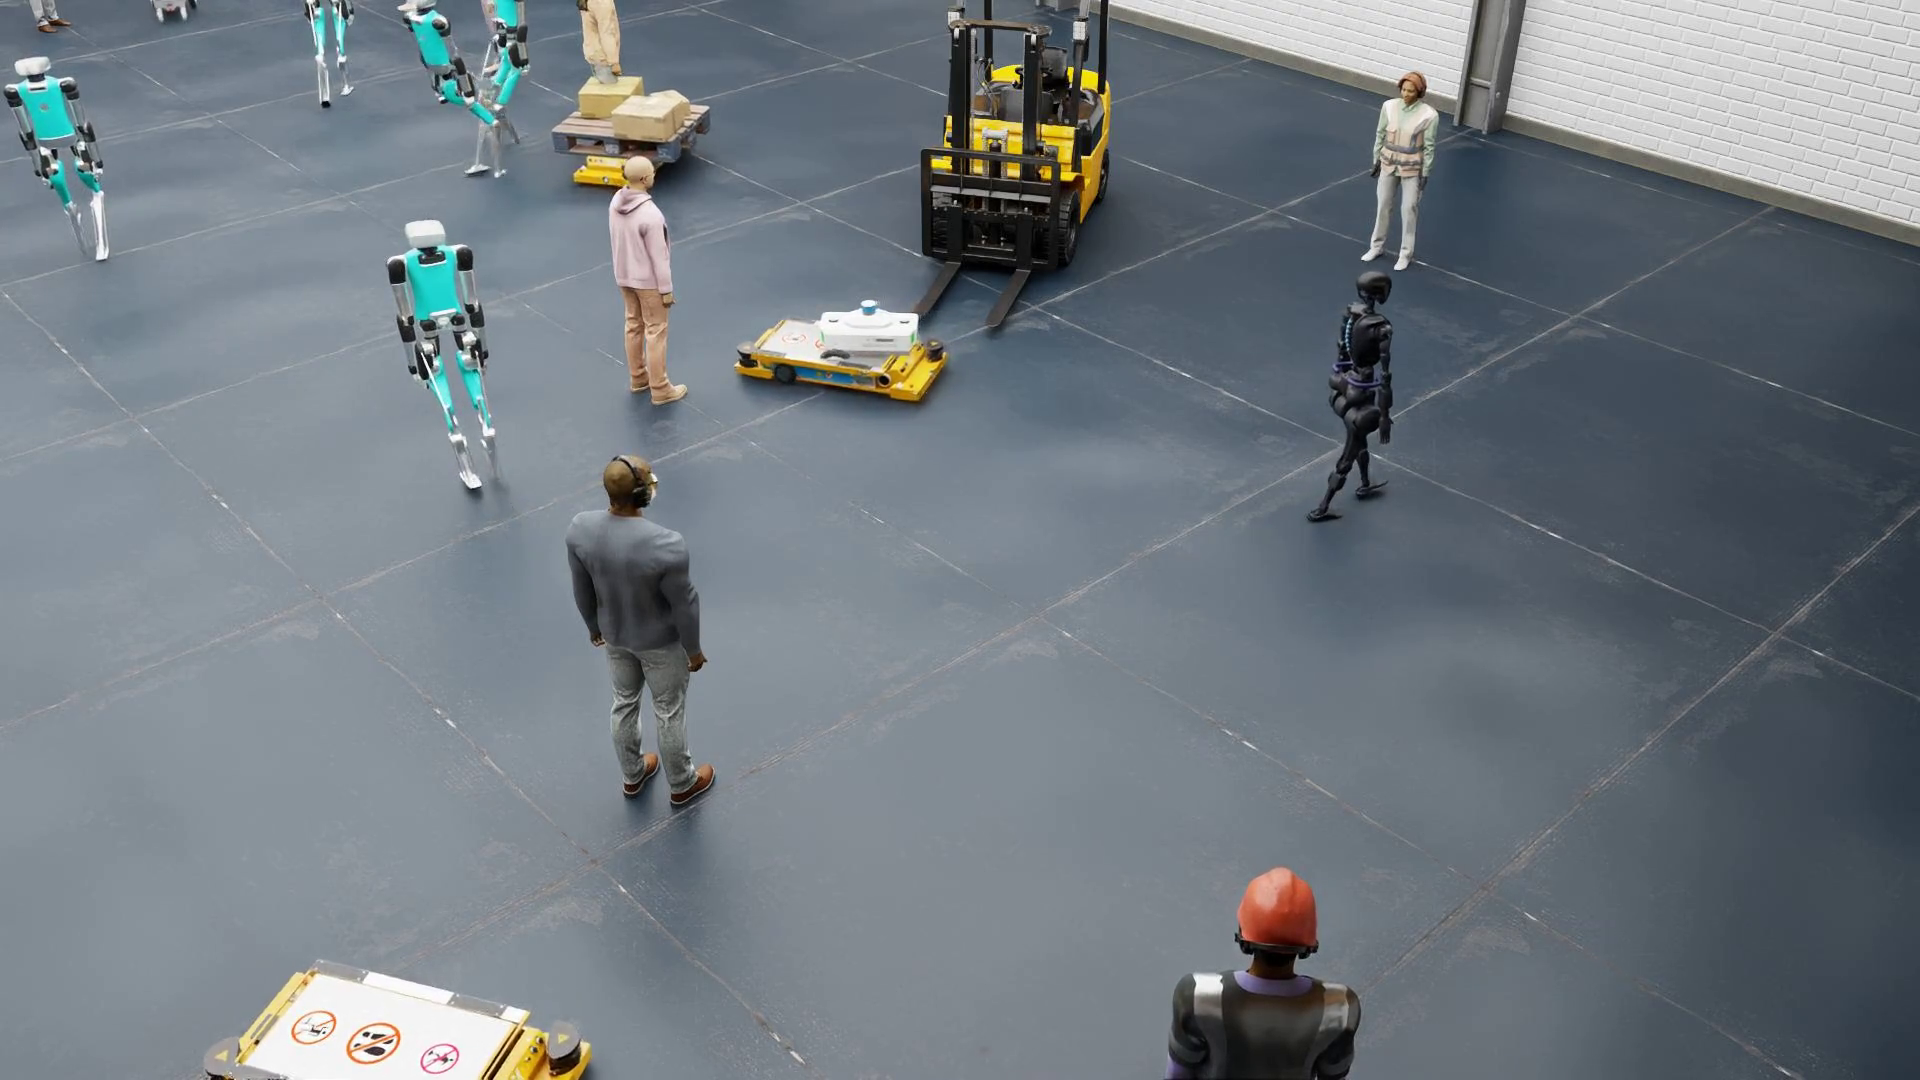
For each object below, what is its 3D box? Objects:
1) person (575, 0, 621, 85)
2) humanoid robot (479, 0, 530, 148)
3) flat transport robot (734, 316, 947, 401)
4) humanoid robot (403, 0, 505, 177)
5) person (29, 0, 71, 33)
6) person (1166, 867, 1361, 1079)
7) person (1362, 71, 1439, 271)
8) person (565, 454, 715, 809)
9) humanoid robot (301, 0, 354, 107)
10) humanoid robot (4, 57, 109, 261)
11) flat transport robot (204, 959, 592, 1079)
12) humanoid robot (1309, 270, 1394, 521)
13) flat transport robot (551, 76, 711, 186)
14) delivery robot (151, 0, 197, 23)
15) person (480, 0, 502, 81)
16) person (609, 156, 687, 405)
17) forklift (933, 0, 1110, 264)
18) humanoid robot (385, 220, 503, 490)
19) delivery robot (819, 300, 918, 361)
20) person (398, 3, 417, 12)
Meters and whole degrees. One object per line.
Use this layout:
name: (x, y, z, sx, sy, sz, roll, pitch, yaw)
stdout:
person: (-3.402, -4.610, 15.797, 0.392, 1.872, 0.561, -14, 36, -21)
humanoid robot: (-4.430, -4.606, 15.929, 0.662, 1.806, 0.534, -24, 40, -32)
flat transport robot: (-0.875, -1.340, 12.232, 1.431, 0.231, 0.659, 10, 34, 15)
humanoid robot: (-4.545, -4.158, 15.248, 0.555, 1.800, 0.806, 20, 38, 28)
person: (-10.758, -6.749, 19.274, 0.324, 1.651, 0.472, 4, 33, 5)
person: (0.979, 1.912, 5.626, 0.598, 2.035, 0.408, 1, 33, 2)
person: (3.597, -3.011, 13.553, 0.517, 1.632, 0.316, 25, 40, 33)
person: (-1.512, 0.454, 7.947, 0.634, 1.936, 0.356, 11, 35, 17)
humanoid robot: (-6.566, -5.329, 17.089, 0.561, 1.848, 0.842, -2, 33, -3)
humanoid robot: (-7.292, -3.067, 13.648, 0.548, 1.909, 0.706, -10, 34, -15)
flat transport robot: (-2.318, 2.160, 6.854, 1.431, 0.231, 0.659, 9, 34, 14)
humanoid robot: (2.526, -0.899, 10.279, 0.692, 1.635, 0.601, -11, 35, -16)
flat transport robot: (-3.103, -3.720, 15.891, 0.659, 0.231, 1.431, 7, 34, 11)
delivery robot: (-9.518, -6.588, 20.032, 0.499, 0.590, 0.793, -10, 34, -15)
person: (-5.054, -5.807, 17.729, 0.326, 1.764, 0.524, -14, 35, -20)
person: (-2.199, -1.787, 11.544, 0.519, 1.777, 0.409, 26, 41, 34)
forklift: (0.570, -3.725, 14.138, 1.214, 2.155, 2.313, 9, 34, 13)
humanoid robot: (-3.167, -1.034, 10.508, 0.541, 1.881, 0.763, -18, 37, -26)
delivery robot: (-0.673, -1.467, 12.147, 0.757, 0.575, 0.499, 1, 33, 2)
person: (-6.669, -7.310, 19.944, 0.423, 1.866, 0.801, 17, 37, 24)
